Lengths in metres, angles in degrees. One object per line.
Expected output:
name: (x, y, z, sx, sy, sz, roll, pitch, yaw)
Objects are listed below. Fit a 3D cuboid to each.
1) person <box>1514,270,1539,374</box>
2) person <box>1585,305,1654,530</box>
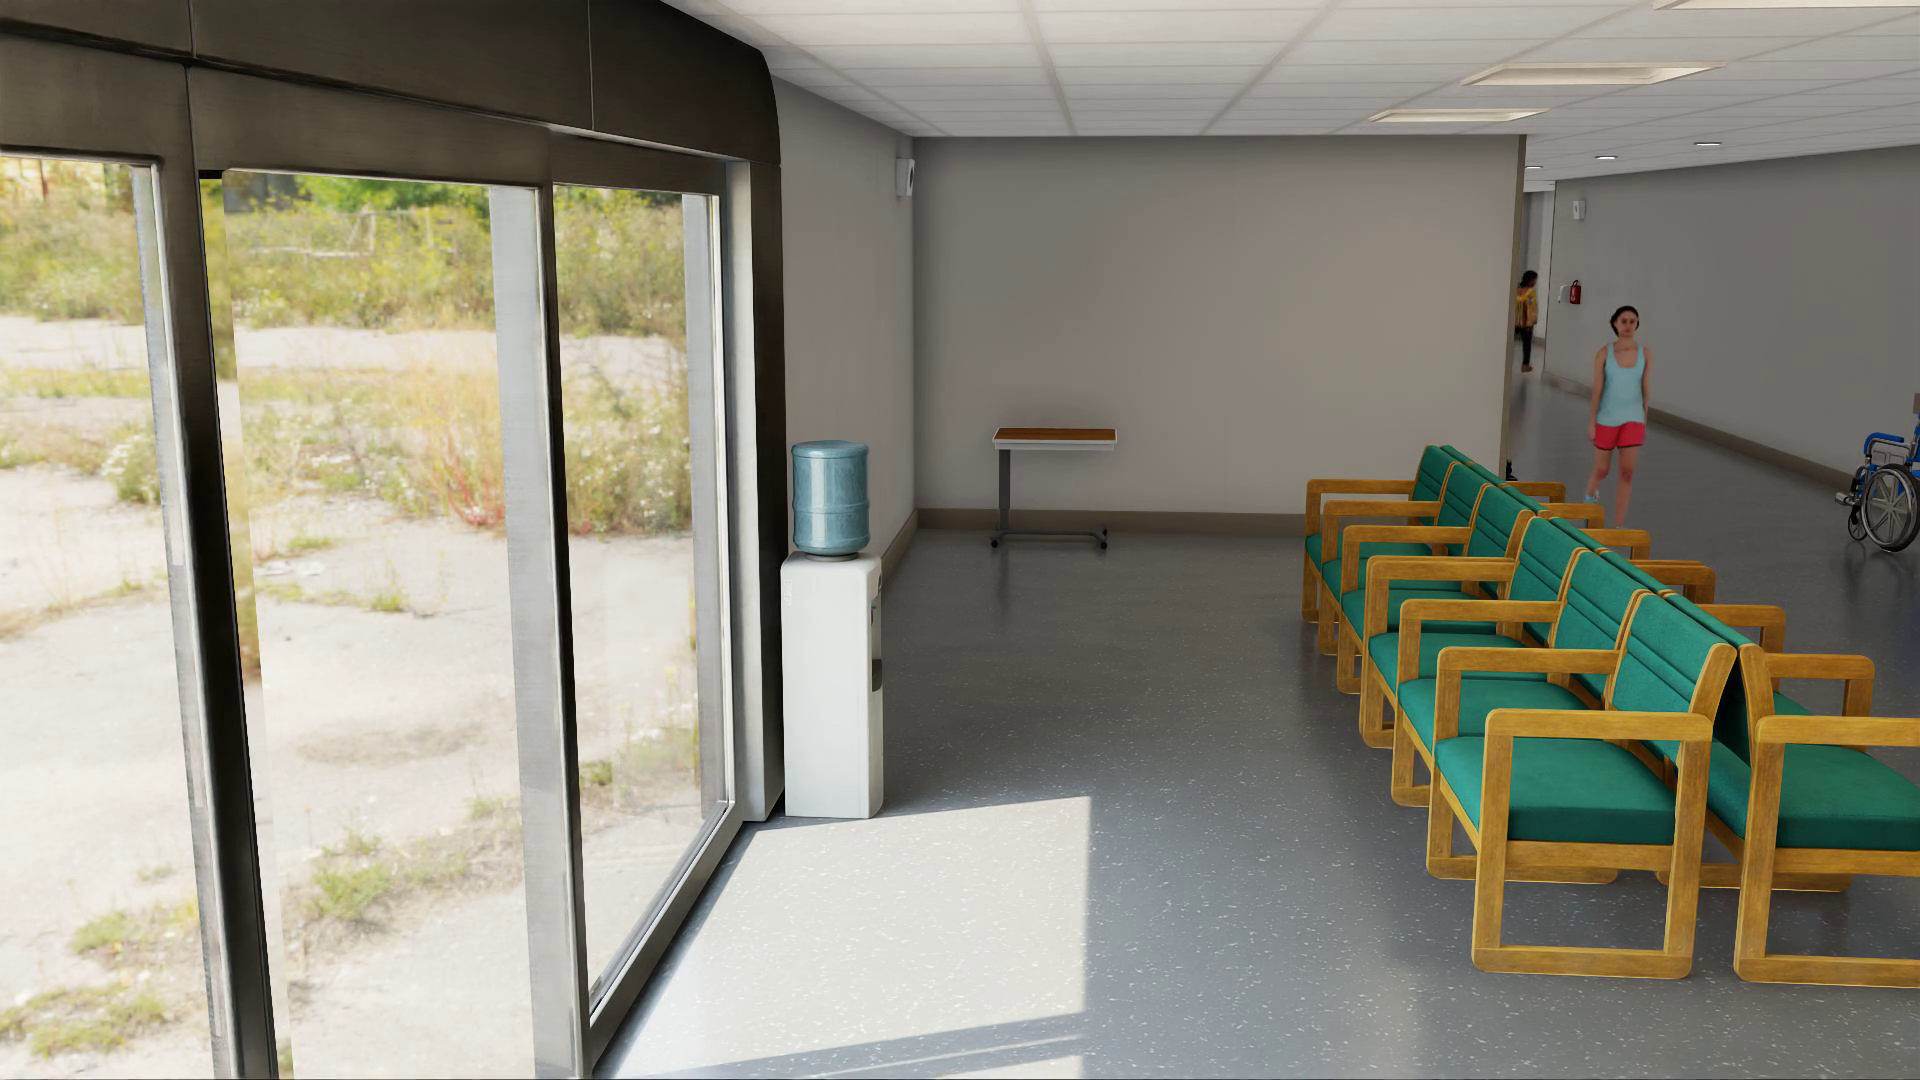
person: (8.717, -3.378, 26.048, 1.112, 1.608, 1.076, -11, 15, -44)
person: (4.887, -0.859, 12.403, 0.990, 1.745, 0.653, 1, 11, 7)
